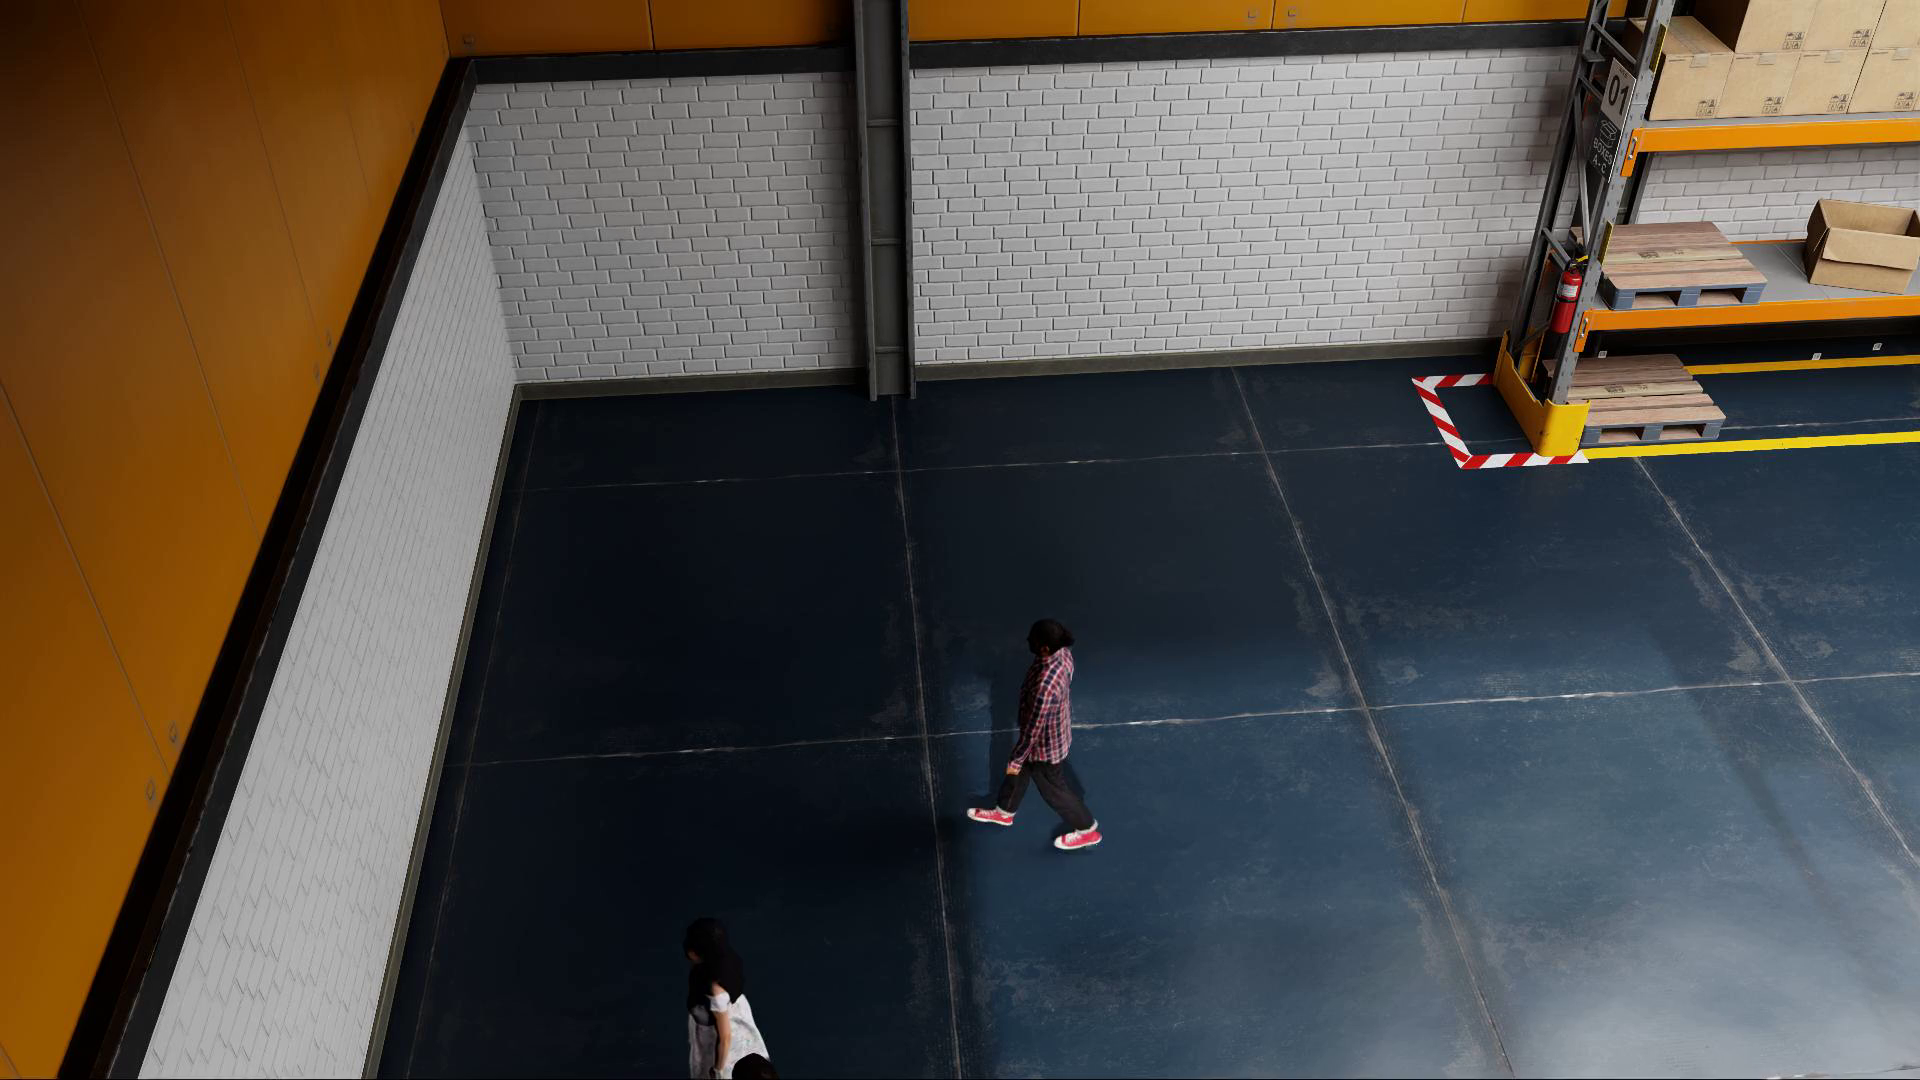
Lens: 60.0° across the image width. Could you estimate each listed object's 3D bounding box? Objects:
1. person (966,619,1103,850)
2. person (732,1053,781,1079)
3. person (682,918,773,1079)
[{"bbox_3d":[0.565,1.192,9.839,1.149,1.734,0.845,5,39,6],"label":"person"},{"bbox_3d":[-0.857,2.963,7.639,0.725,1.713,0.699,20,43,23],"label":"person"},{"bbox_3d":[-1.169,2.463,8.215,0.625,1.774,0.636,-4,39,-5],"label":"person"}]
